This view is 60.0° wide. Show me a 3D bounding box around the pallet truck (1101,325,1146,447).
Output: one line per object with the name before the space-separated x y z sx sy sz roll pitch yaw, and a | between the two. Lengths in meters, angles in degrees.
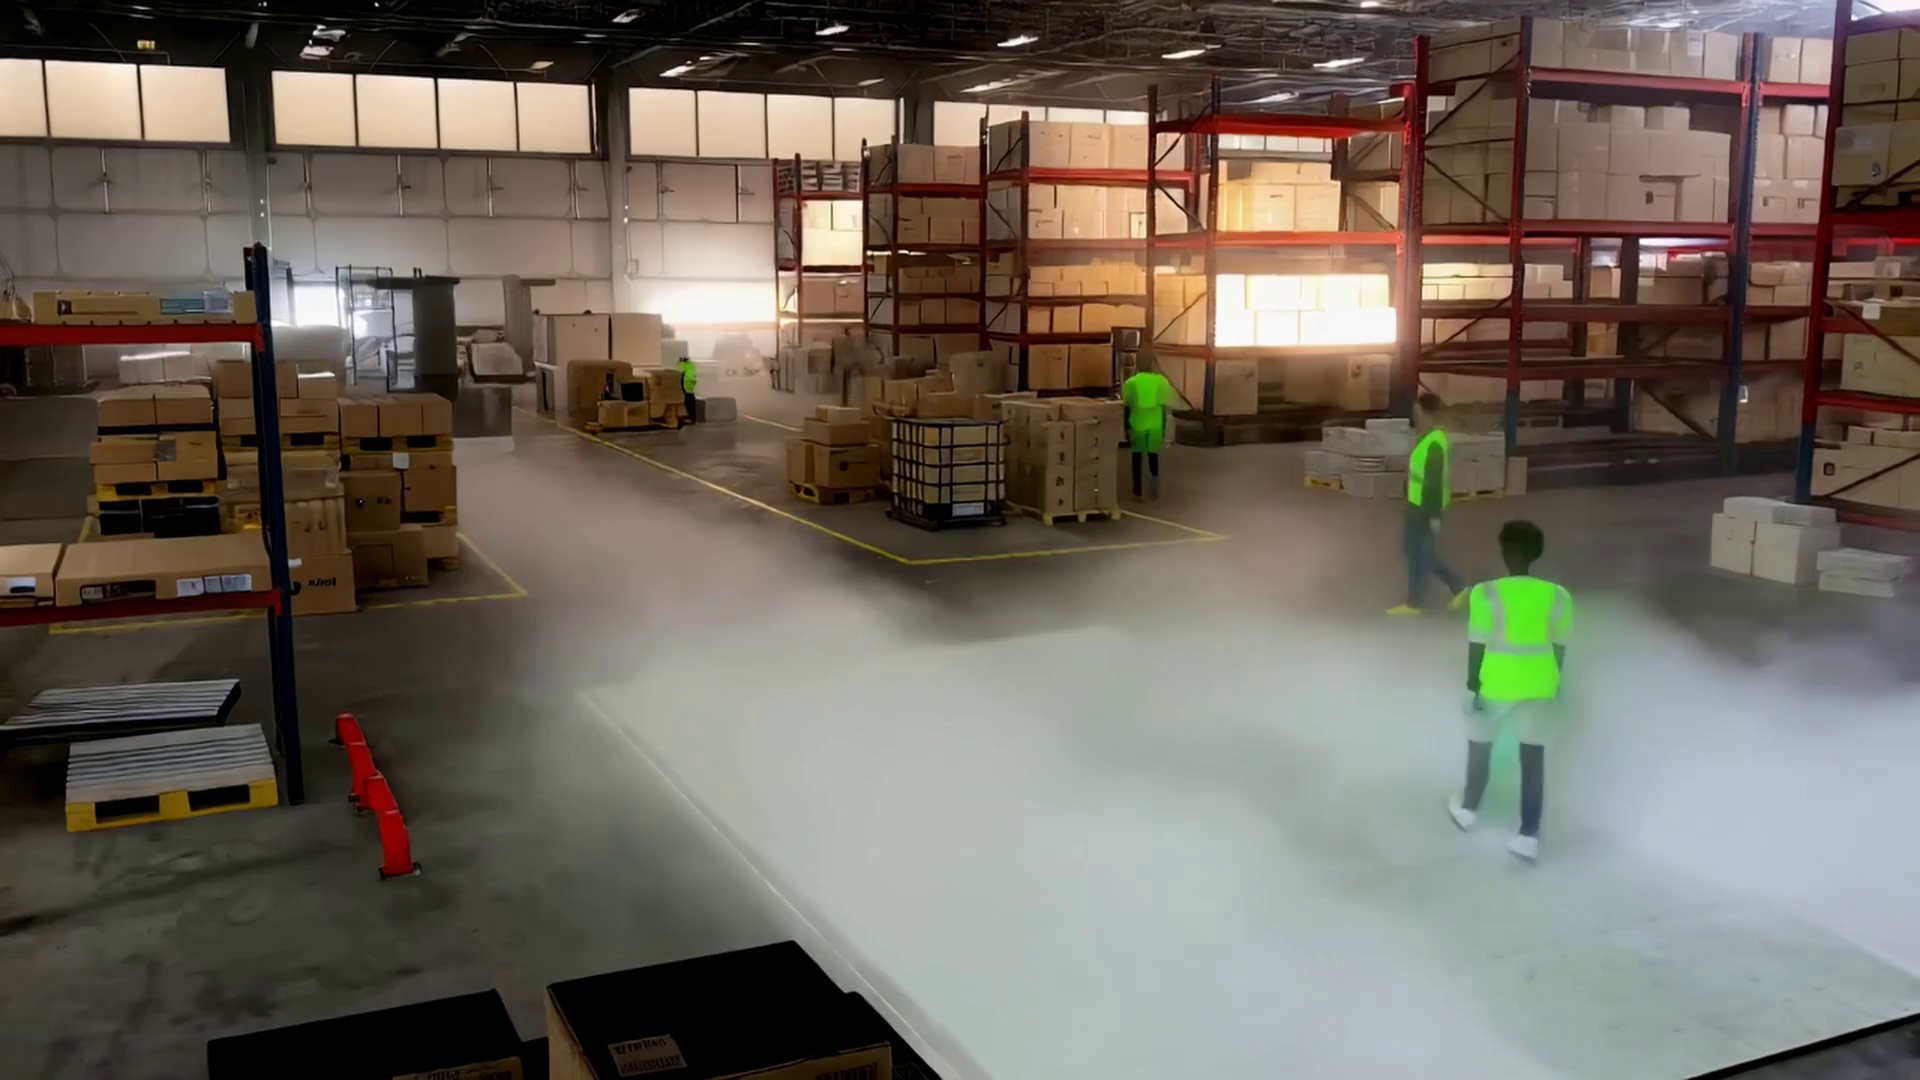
pallet truck | 2.881 -2.596 27.923 0.823 1.965 1.885 -1 9 -7

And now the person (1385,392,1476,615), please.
person | 3.940 -0.284 13.883 0.618 1.902 0.595 1 9 8

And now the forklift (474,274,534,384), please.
forklift | -11.394 -5.366 42.376 1.873 2.768 1.129 -4 10 -25

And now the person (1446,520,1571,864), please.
person | 2.750 0.721 8.353 0.554 1.659 0.797 0 9 -3

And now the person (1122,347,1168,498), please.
person | 2.350 -1.466 21.061 0.613 1.945 0.708 0 9 -3

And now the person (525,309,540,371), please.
person | -11.456 -5.249 44.689 0.936 1.908 0.641 -2 9 -14

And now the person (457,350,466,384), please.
person | -8.682 -2.590 28.140 0.624 1.945 0.734 -1 9 -7

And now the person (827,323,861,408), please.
person | -2.337 -3.477 33.889 0.673 1.878 0.841 3 10 17

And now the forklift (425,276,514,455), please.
forklift | -8.074 -2.737 26.067 1.873 2.768 1.129 -4 10 -25
